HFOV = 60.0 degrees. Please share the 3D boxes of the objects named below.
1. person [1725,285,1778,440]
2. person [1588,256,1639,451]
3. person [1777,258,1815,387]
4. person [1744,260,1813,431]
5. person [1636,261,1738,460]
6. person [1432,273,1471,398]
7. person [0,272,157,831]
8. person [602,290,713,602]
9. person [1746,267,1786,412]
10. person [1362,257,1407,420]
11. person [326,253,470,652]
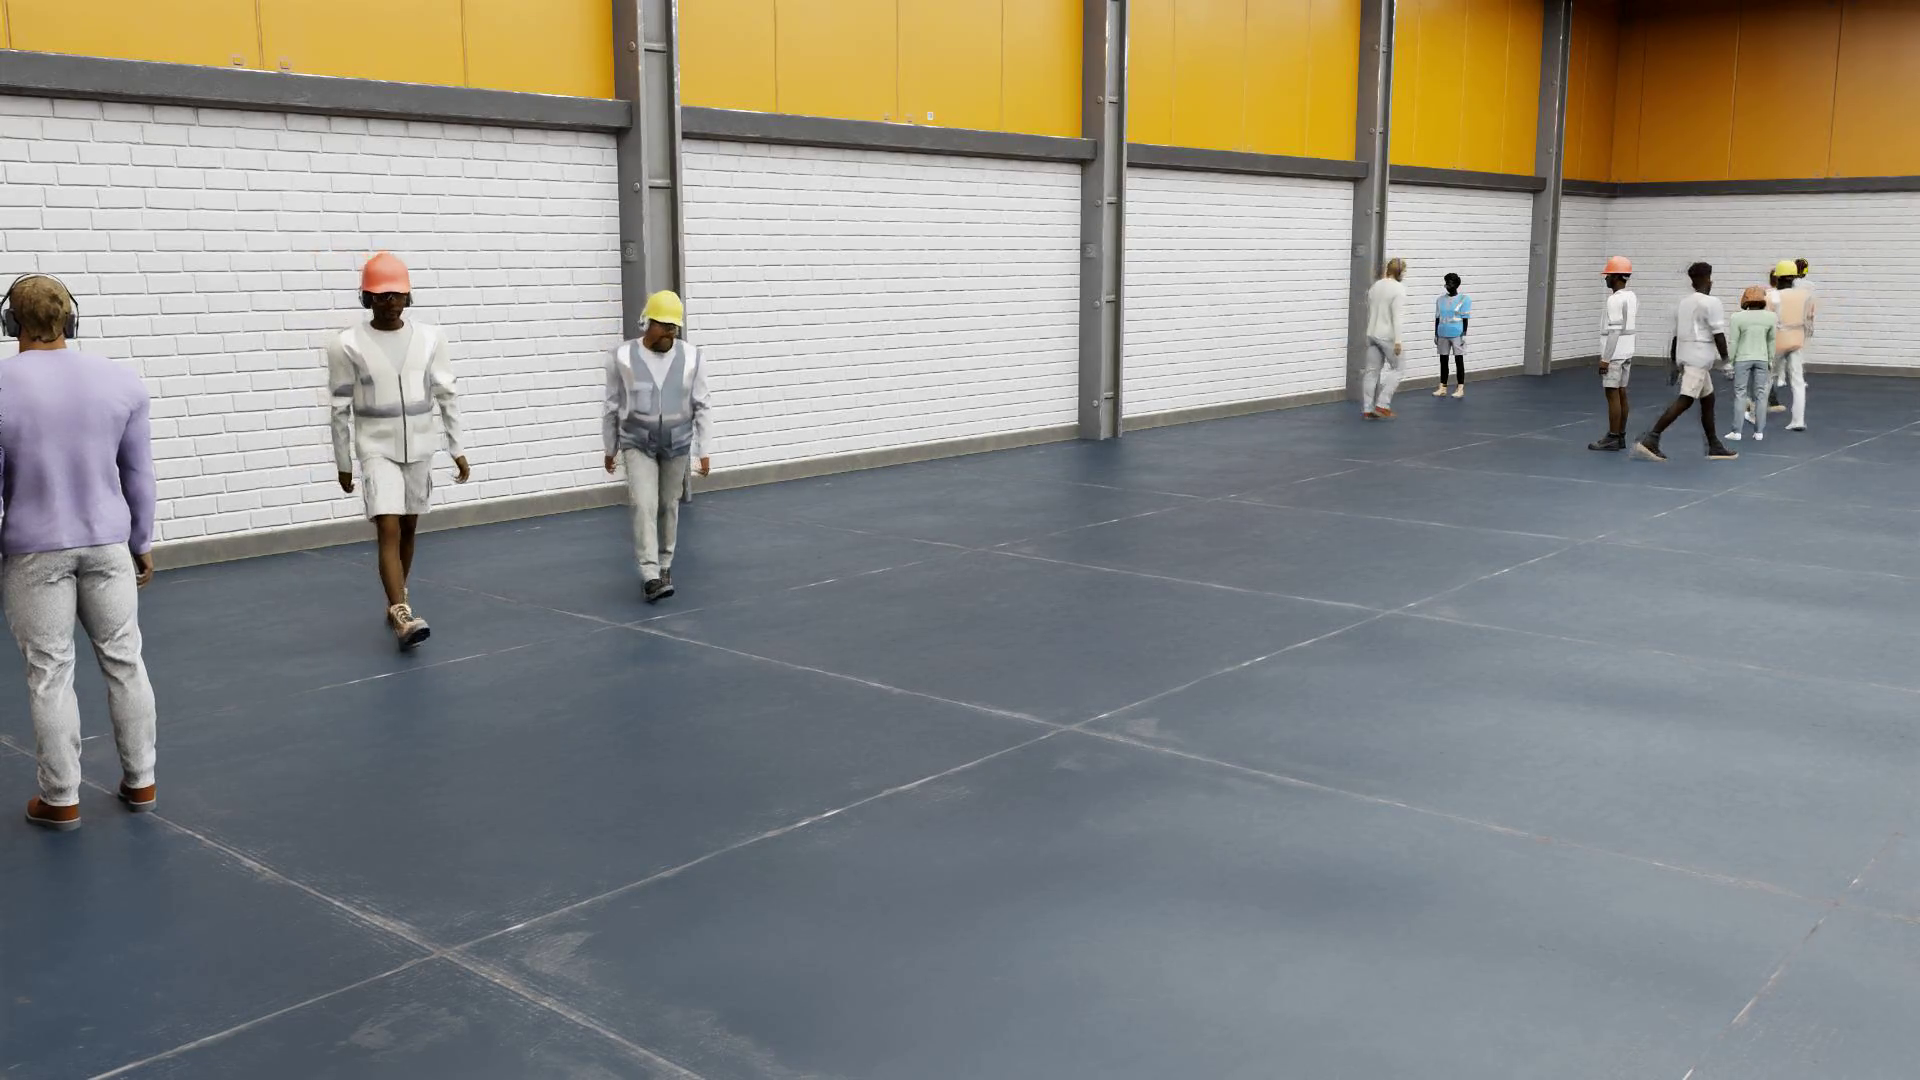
[{"bbox_3d":[8.331,-1.862,17.544,0.499,1.633,0.279,1,10,4],"label":"person"},{"bbox_3d":[6.541,-1.857,16.643,0.361,1.939,0.542,8,13,39],"label":"person"},{"bbox_3d":[12.210,-3.168,24.303,0.317,1.870,0.531,-9,13,-42],"label":"person"},{"bbox_3d":[9.216,-2.175,18.629,0.587,1.878,1.006,0,10,0],"label":"person"},{"bbox_3d":[6.972,-1.703,15.881,1.008,1.905,0.640,0,10,-2],"label":"person"},{"bbox_3d":[6.673,-2.779,22.601,0.318,1.691,0.532,-10,14,-43],"label":"person"},{"bbox_3d":[-3.128,0.046,5.809,0.628,1.940,0.378,-9,13,-42],"label":"person"},{"bbox_3d":[-1.749,-0.547,9.625,0.618,1.773,0.930,-3,10,-18],"label":"person"},{"bbox_3d":[9.859,-2.425,20.276,0.921,1.812,0.520,-6,12,-31],"label":"person"},{"bbox_3d":[4.976,-2.338,19.447,0.489,1.911,0.669,-4,11,-22],"label":"person"},{"bbox_3d":[-2.848,-0.449,8.488,0.615,1.984,1.031,-7,12,-36],"label":"person"}]
